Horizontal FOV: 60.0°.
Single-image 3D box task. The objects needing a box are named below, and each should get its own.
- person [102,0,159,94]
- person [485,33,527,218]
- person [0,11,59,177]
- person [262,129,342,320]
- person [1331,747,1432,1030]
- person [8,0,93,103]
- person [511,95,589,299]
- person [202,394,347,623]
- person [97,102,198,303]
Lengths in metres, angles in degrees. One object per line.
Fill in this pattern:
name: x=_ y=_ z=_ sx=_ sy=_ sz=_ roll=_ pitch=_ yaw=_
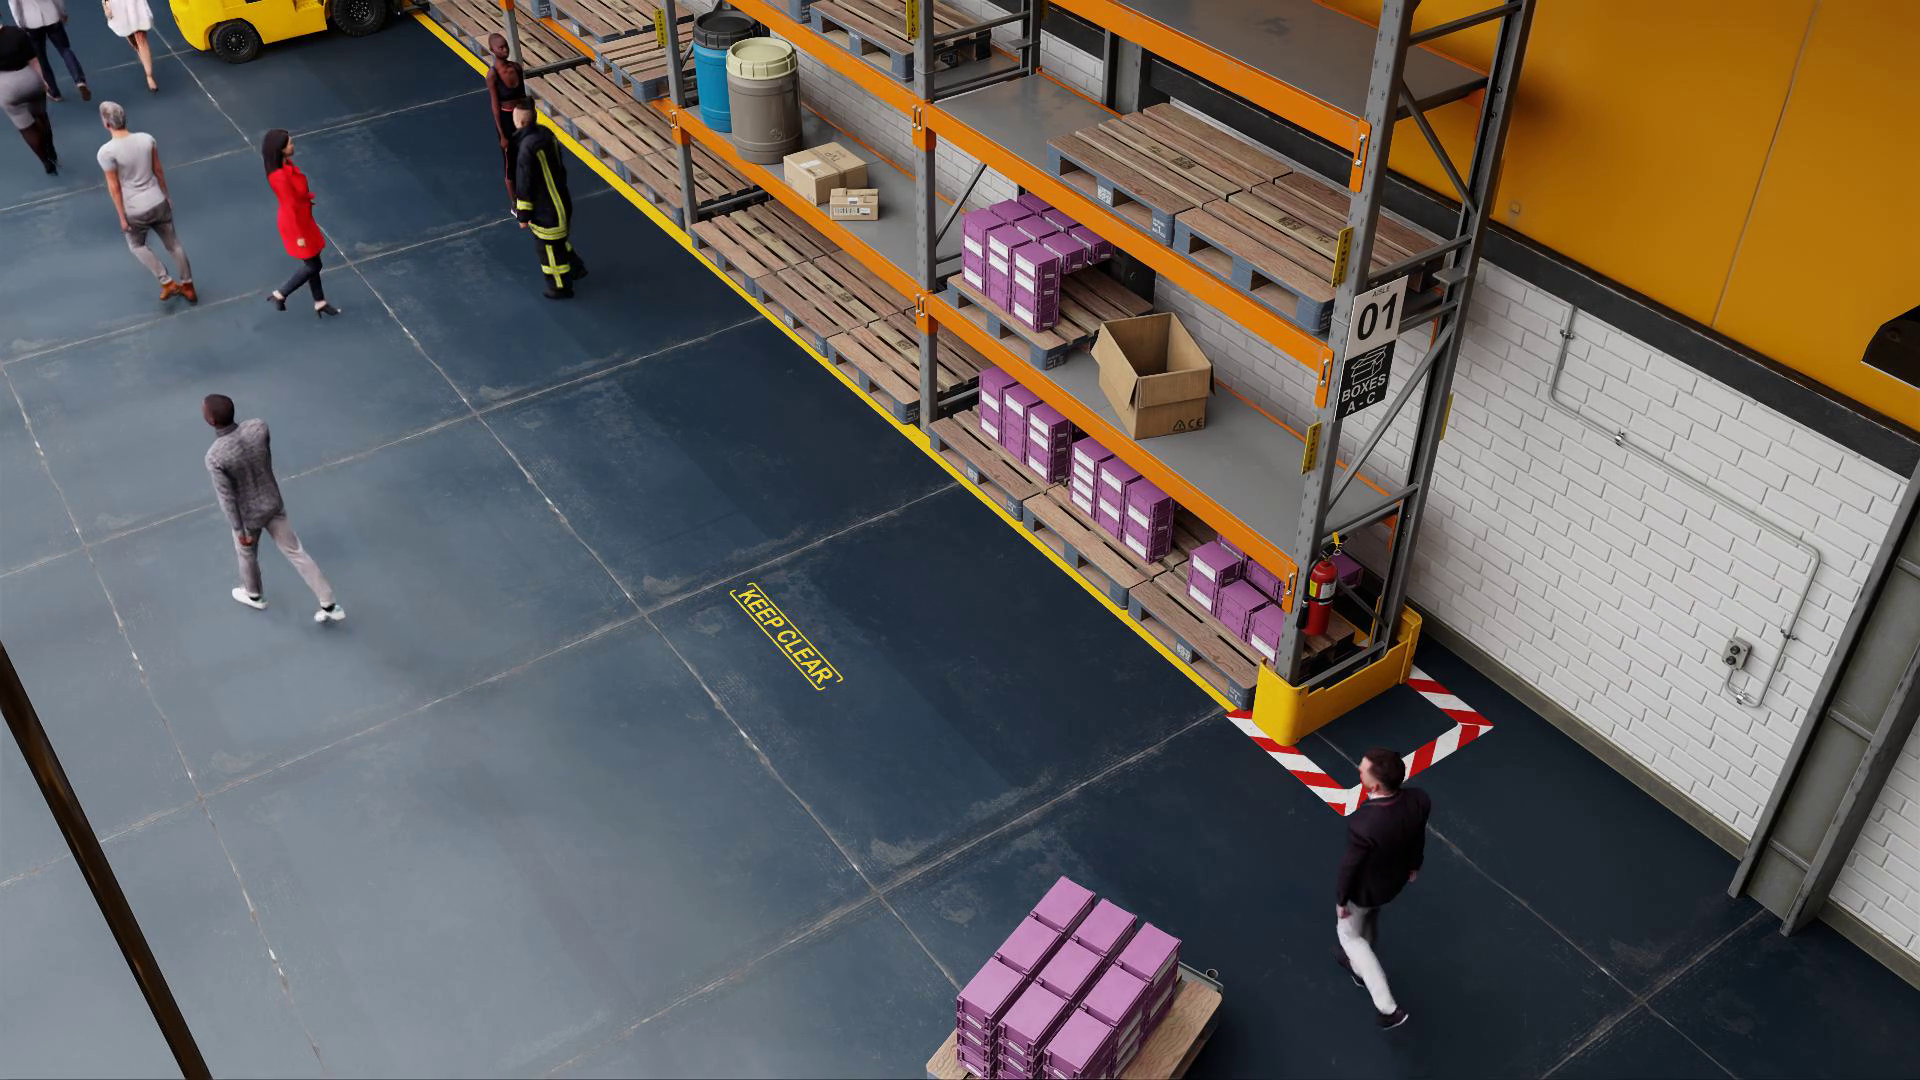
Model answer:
person: x=-9.063 y=-5.822 z=18.042 sx=0.742 sy=1.775 sz=1.221 roll=-17 pitch=42 yaw=-21
person: x=-4.217 y=-3.914 z=15.667 sx=0.643 sy=1.758 sz=0.649 roll=22 pitch=44 yaw=25
person: x=-9.141 y=-4.365 z=16.245 sx=0.730 sy=1.741 sz=0.726 roll=30 pitch=47 yaw=32
person: x=-5.684 y=-2.618 z=14.059 sx=0.808 sy=1.738 sz=0.840 roll=-9 pitch=39 yaw=-11
person: x=2.138 y=1.817 z=8.448 sx=0.785 sy=1.810 sz=0.983 roll=-15 pitch=41 yaw=-17
person: x=-9.673 y=-5.487 z=17.583 sx=0.751 sy=1.824 sz=0.999 roll=-32 pitch=48 yaw=-33
person: x=-3.497 y=-2.927 z=14.360 sx=1.000 sy=1.846 sz=0.930 roll=4 pitch=39 yaw=4
person: x=-4.536 y=-0.170 z=10.937 sx=1.277 sy=1.808 sz=1.014 roll=20 pitch=43 yaw=23
person: x=-6.975 y=-2.845 z=14.297 sx=0.864 sy=1.796 sz=0.846 roll=22 pitch=44 yaw=25
